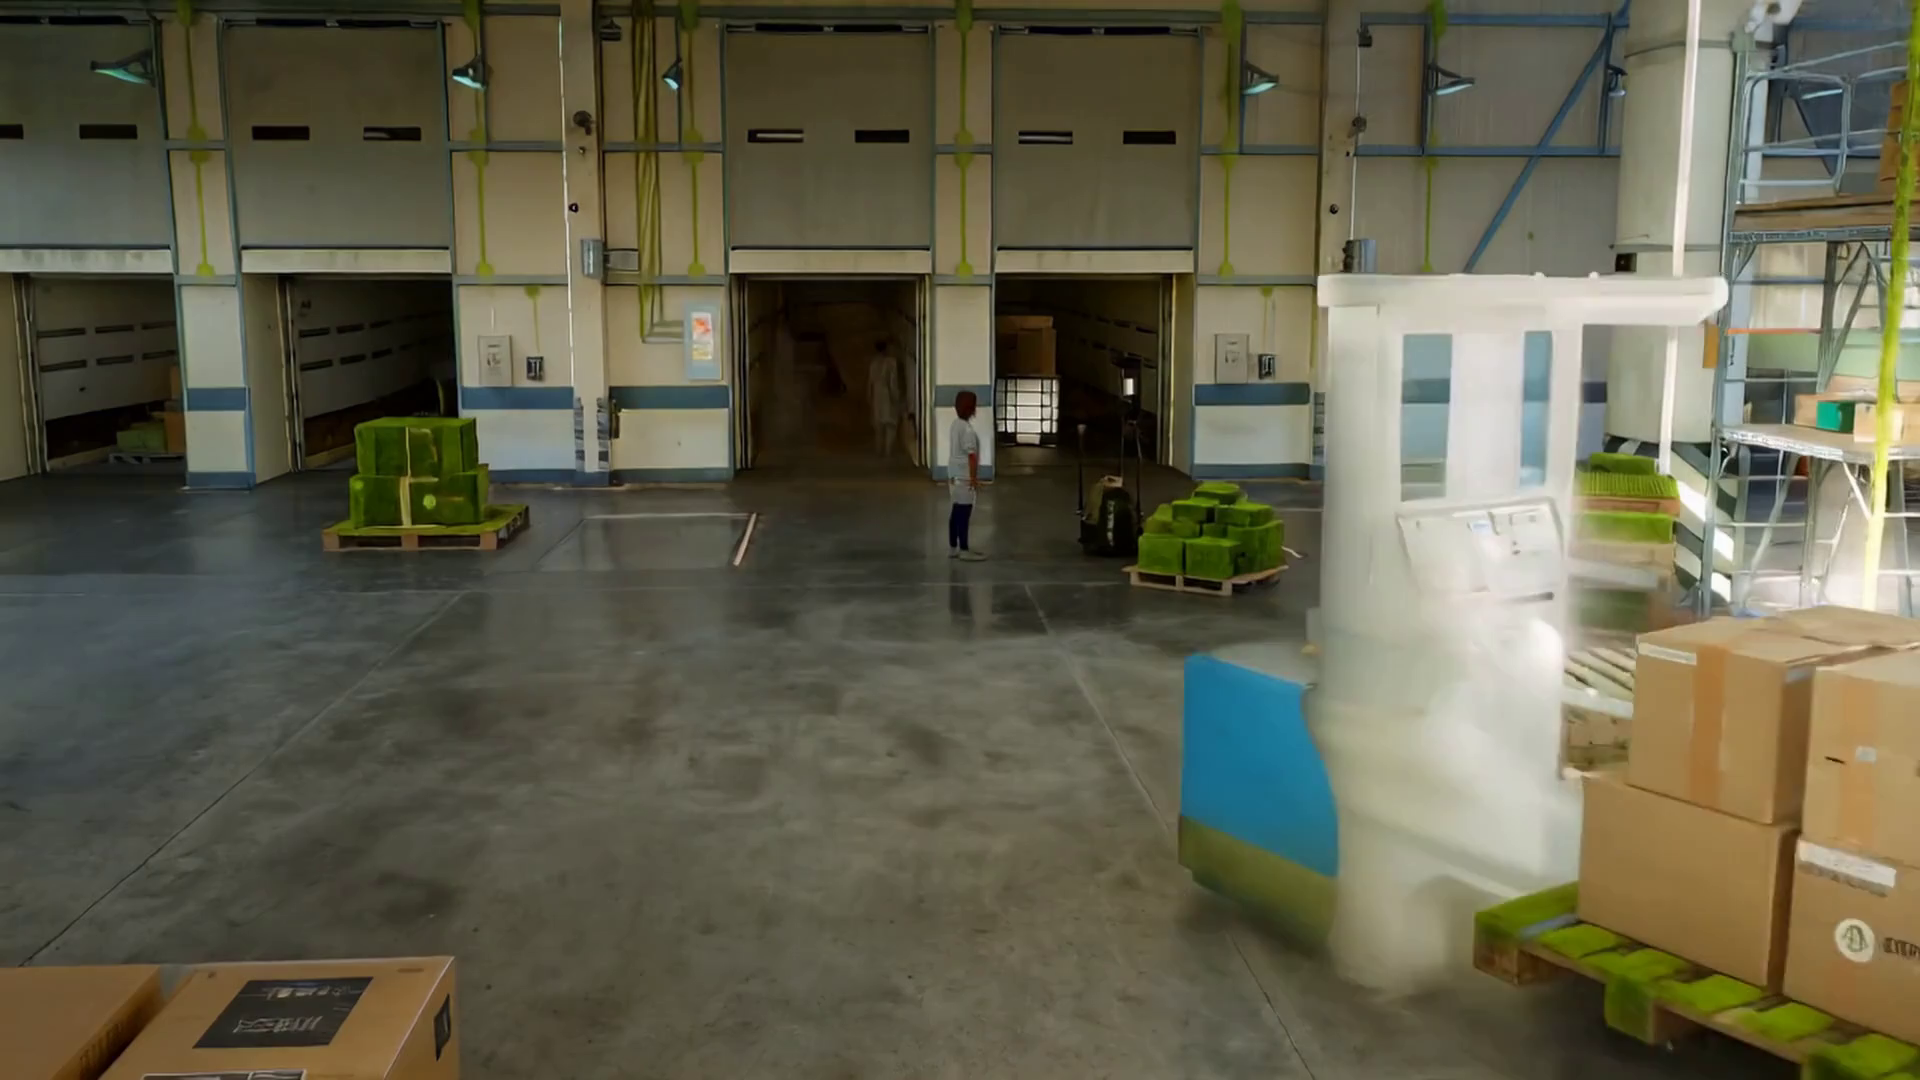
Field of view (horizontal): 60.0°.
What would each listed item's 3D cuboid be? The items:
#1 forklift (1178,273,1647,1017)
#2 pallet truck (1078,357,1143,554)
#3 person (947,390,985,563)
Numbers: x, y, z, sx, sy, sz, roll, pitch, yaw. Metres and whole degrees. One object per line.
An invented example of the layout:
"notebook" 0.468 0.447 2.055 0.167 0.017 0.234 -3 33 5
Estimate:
"forklift" 1.922 0.263 7.094 1.129 2.768 1.873 -6 11 -32
"pallet truck" 2.088 -0.836 16.757 1.885 1.965 0.823 2 9 13
"person" 0.044 -0.628 16.393 0.318 1.698 0.533 -3 10 -21
